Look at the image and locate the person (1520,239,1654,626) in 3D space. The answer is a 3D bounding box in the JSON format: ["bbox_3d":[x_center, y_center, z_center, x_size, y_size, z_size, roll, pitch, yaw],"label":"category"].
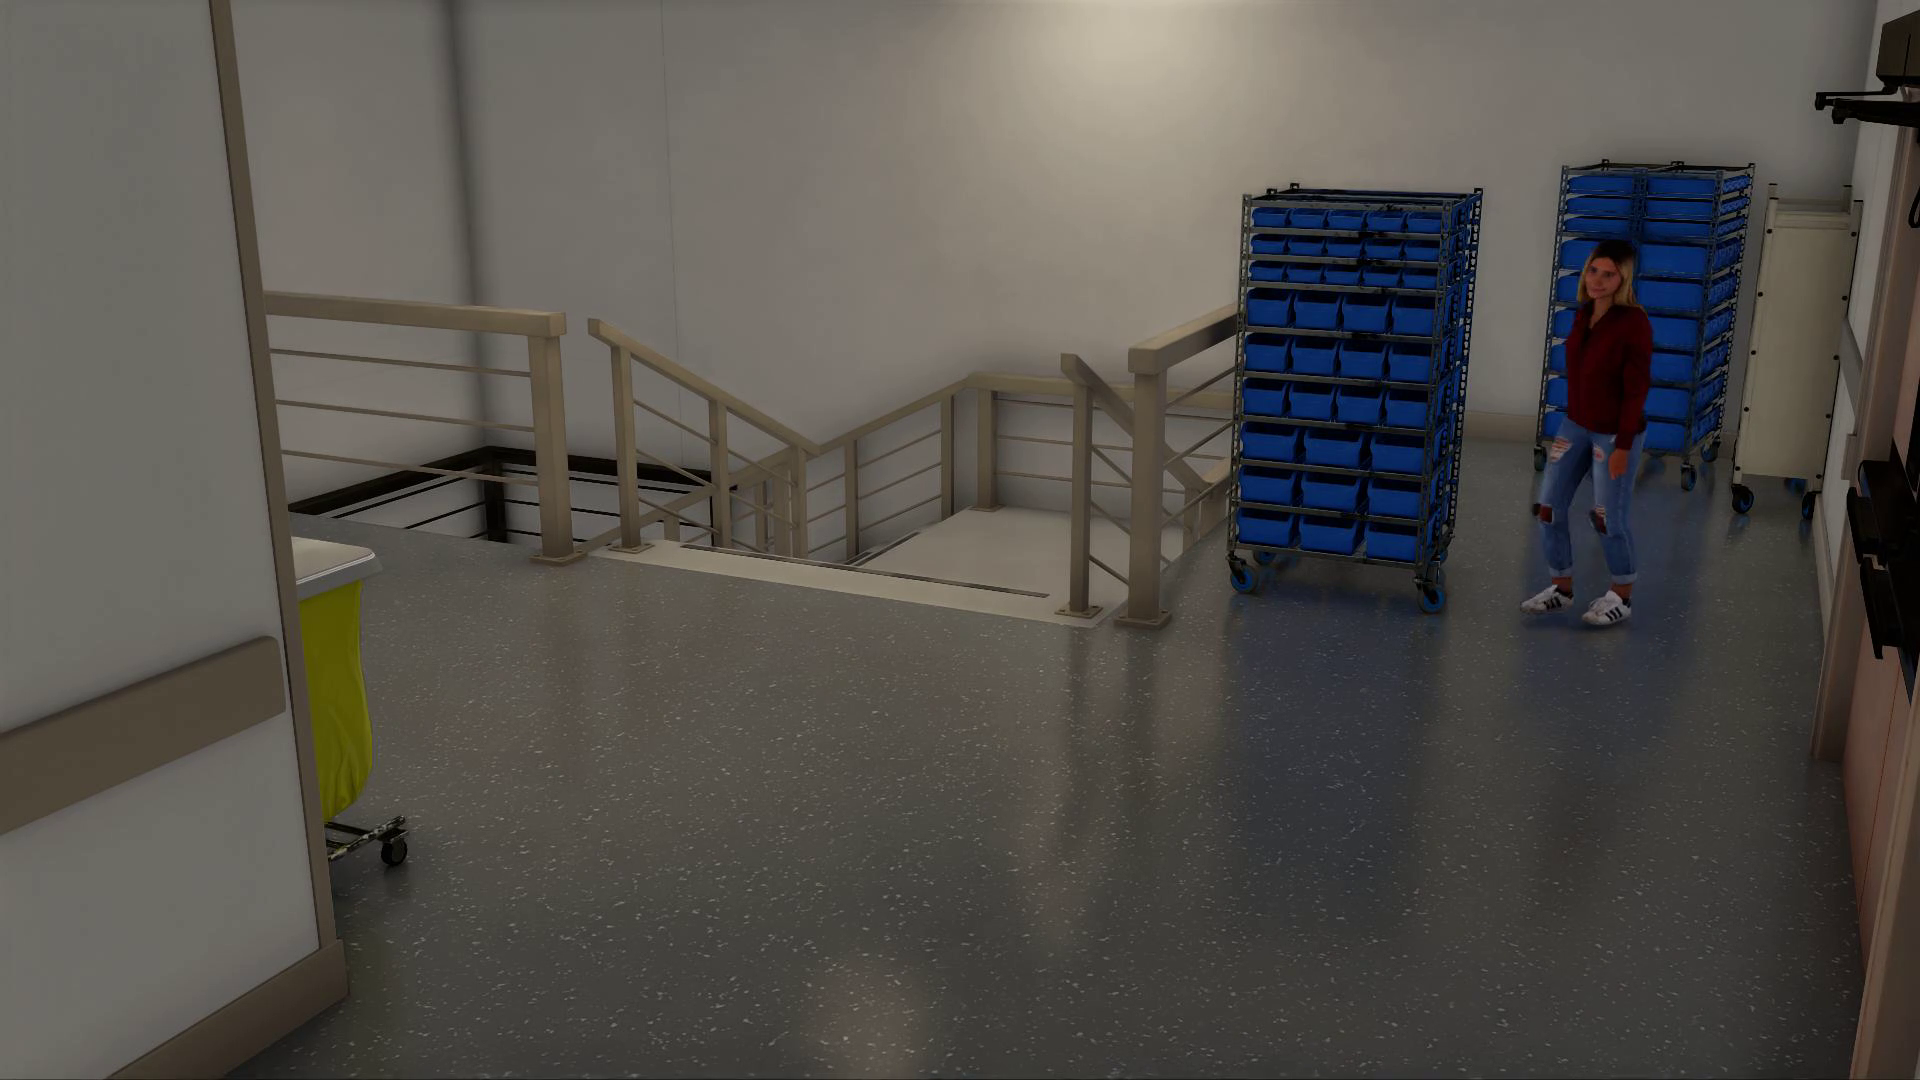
[{"bbox_3d":[2.650,-0.411,6.785,0.847,1.592,0.786,-4,16,-15],"label":"person"}]
